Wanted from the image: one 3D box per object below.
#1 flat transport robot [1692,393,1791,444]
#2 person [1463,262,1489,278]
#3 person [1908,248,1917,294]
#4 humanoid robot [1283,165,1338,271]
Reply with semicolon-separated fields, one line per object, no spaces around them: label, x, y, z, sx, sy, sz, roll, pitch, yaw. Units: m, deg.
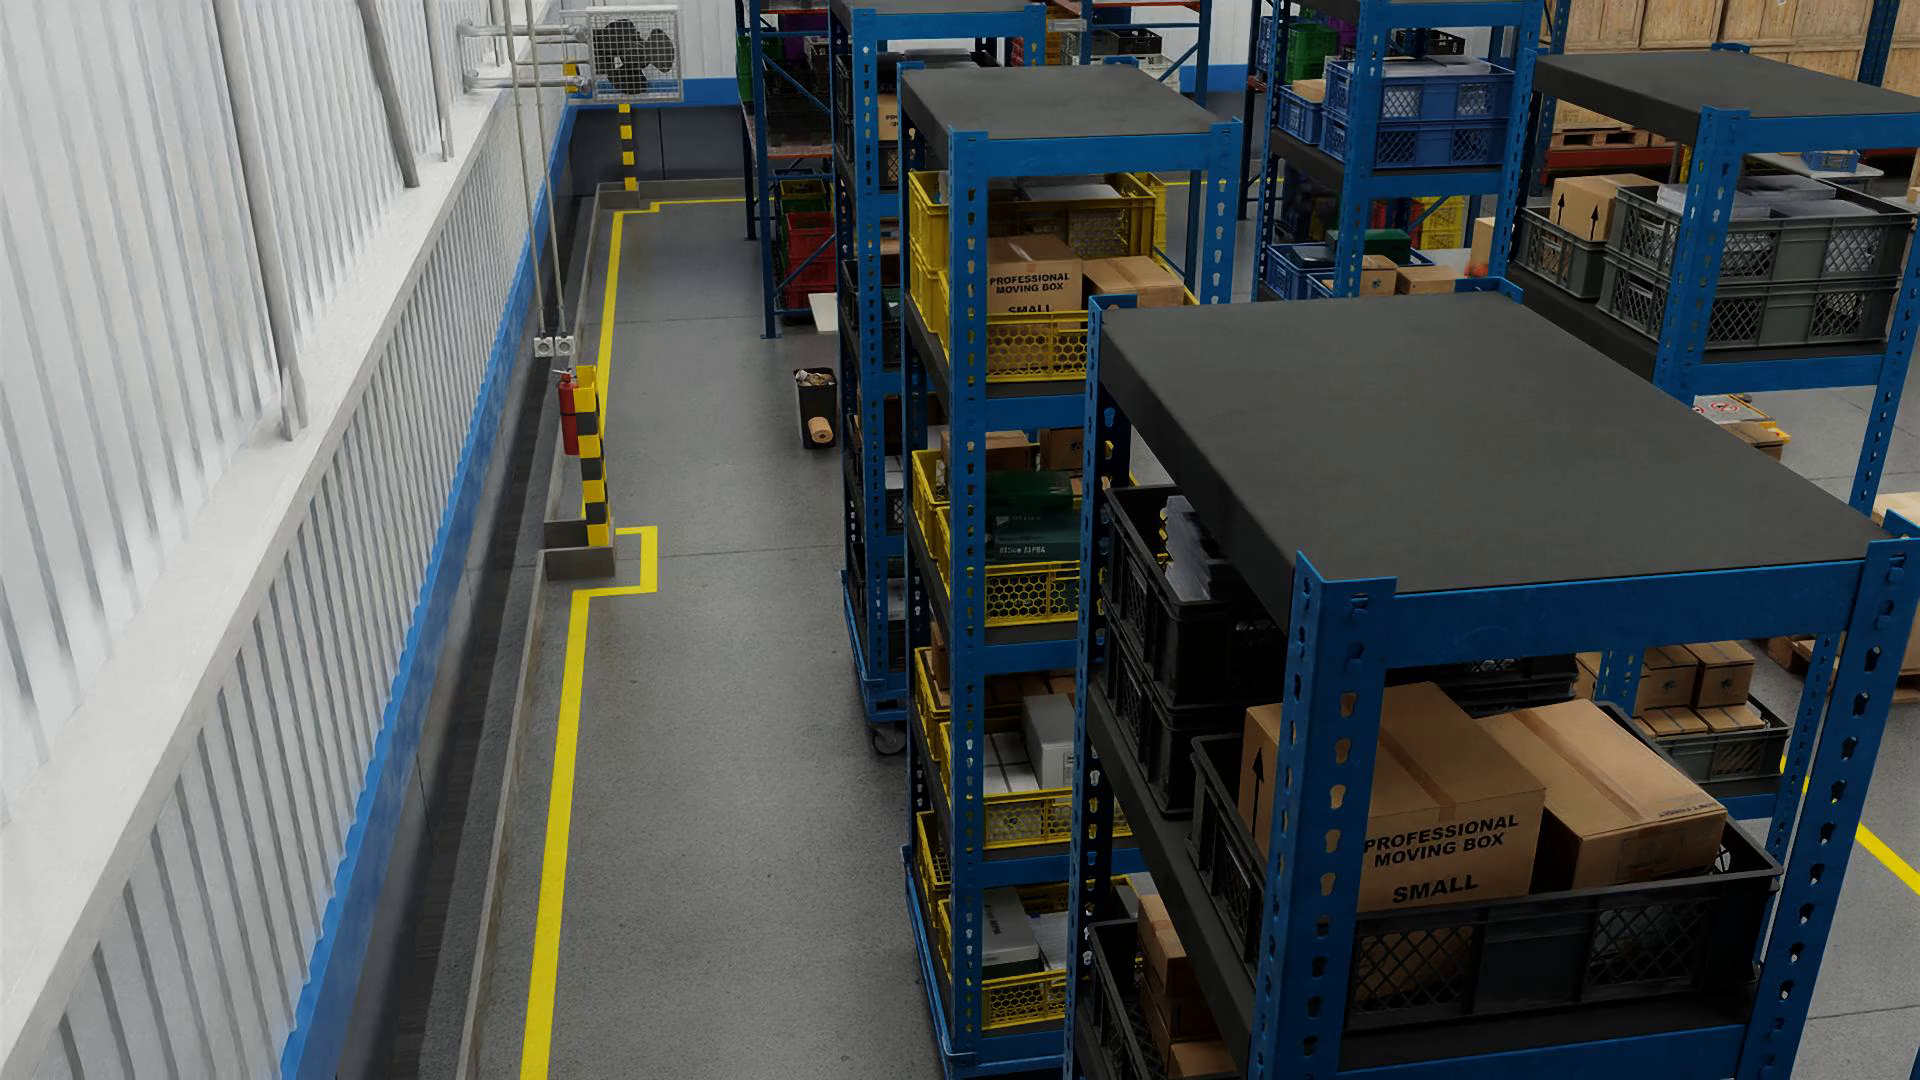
flat transport robot;5.224;-0.859;12.132;1.431;0.197;0.652;-4;25;-8
person;3.042;-0.750;10.028;0.583;1.853;0.652;-11;27;-22
person;9.104;-3.209;15.222;0.610;1.985;0.390;-2;25;-5
humanoid robot;3.341;-3.219;15.624;0.644;1.616;0.556;10;27;22
